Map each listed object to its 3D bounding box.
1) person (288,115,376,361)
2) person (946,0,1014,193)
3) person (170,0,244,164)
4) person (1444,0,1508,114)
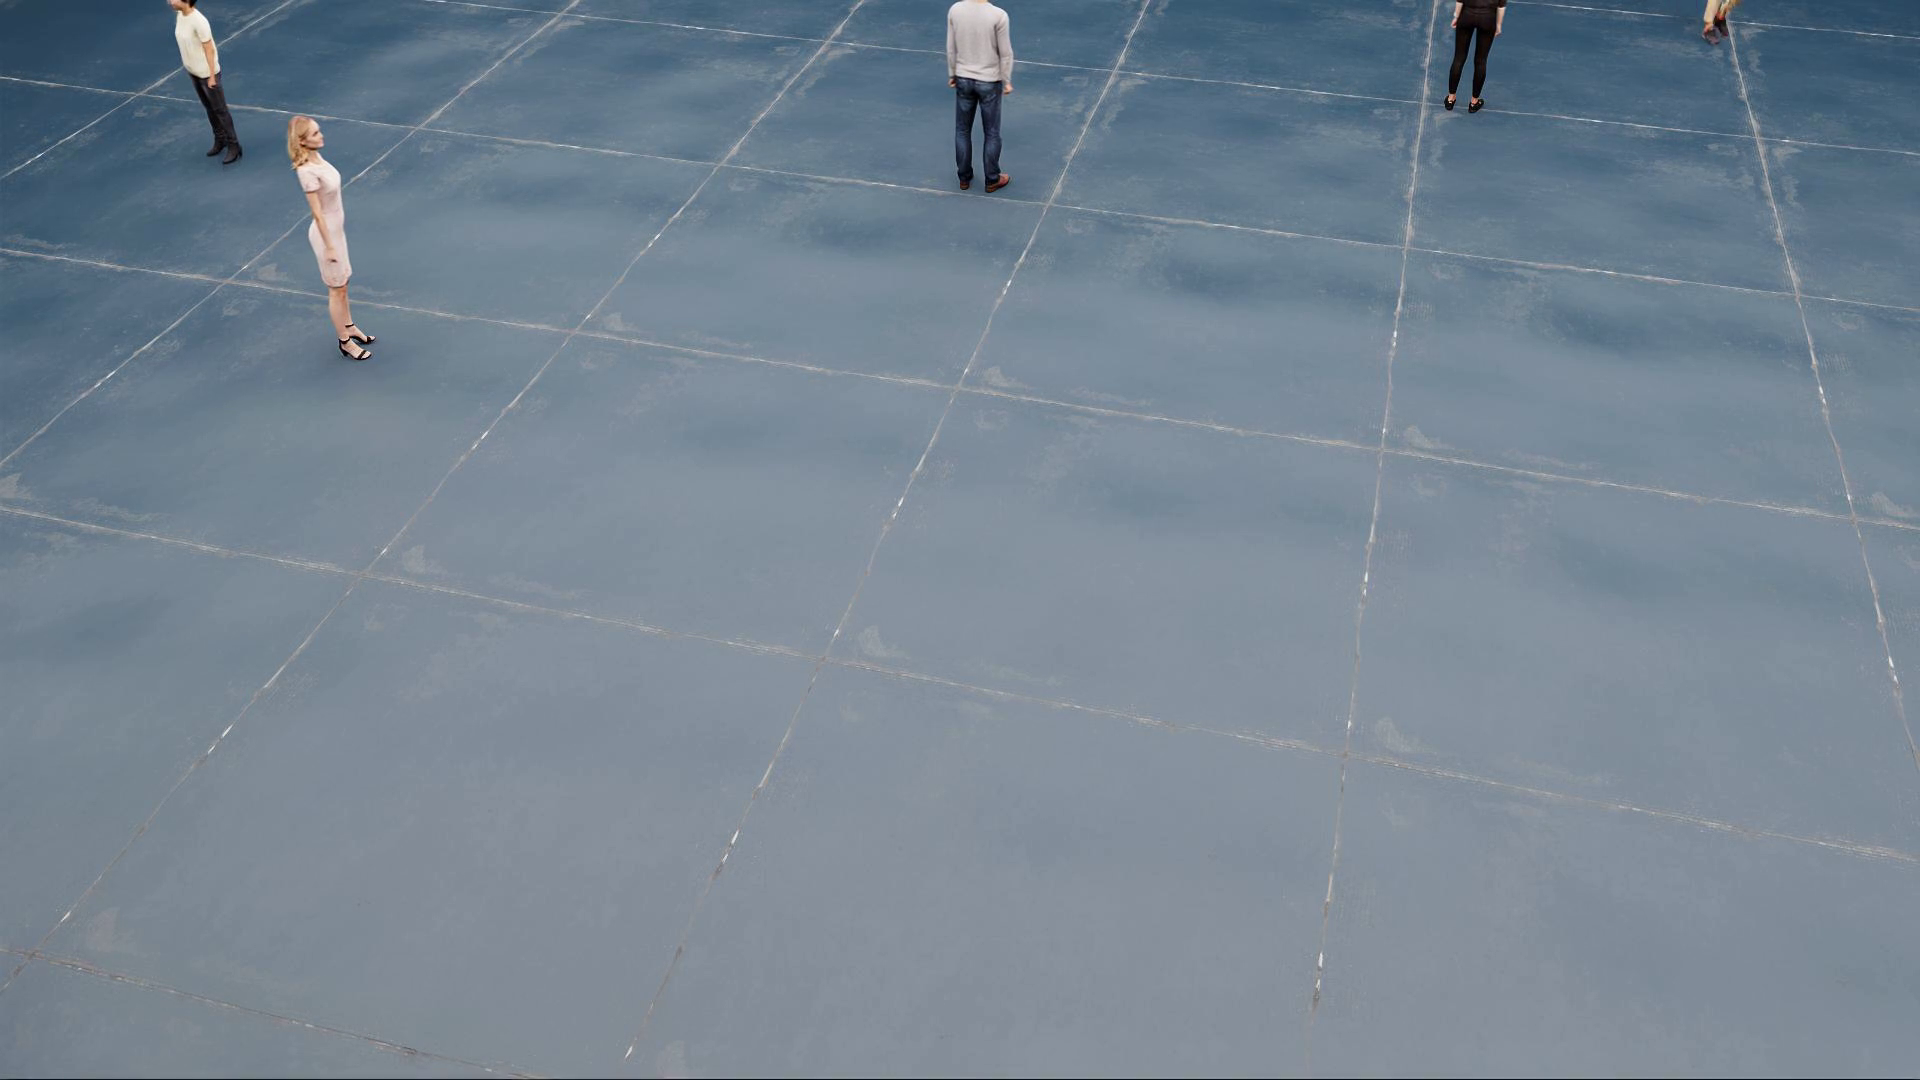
[{"bbox_3d":[-4.494,-2.150,11.820,0.685,1.830,0.545,-3,38,-4],"label":"person"},{"bbox_3d":[0.159,-3.848,13.924,0.759,1.911,0.664,15,40,18],"label":"person"},{"bbox_3d":[-6.587,-4.086,14.491,0.656,1.587,0.633,29,46,32],"label":"person"},{"bbox_3d":[4.755,-4.793,15.293,0.632,1.713,0.567,15,41,19],"label":"person"}]
